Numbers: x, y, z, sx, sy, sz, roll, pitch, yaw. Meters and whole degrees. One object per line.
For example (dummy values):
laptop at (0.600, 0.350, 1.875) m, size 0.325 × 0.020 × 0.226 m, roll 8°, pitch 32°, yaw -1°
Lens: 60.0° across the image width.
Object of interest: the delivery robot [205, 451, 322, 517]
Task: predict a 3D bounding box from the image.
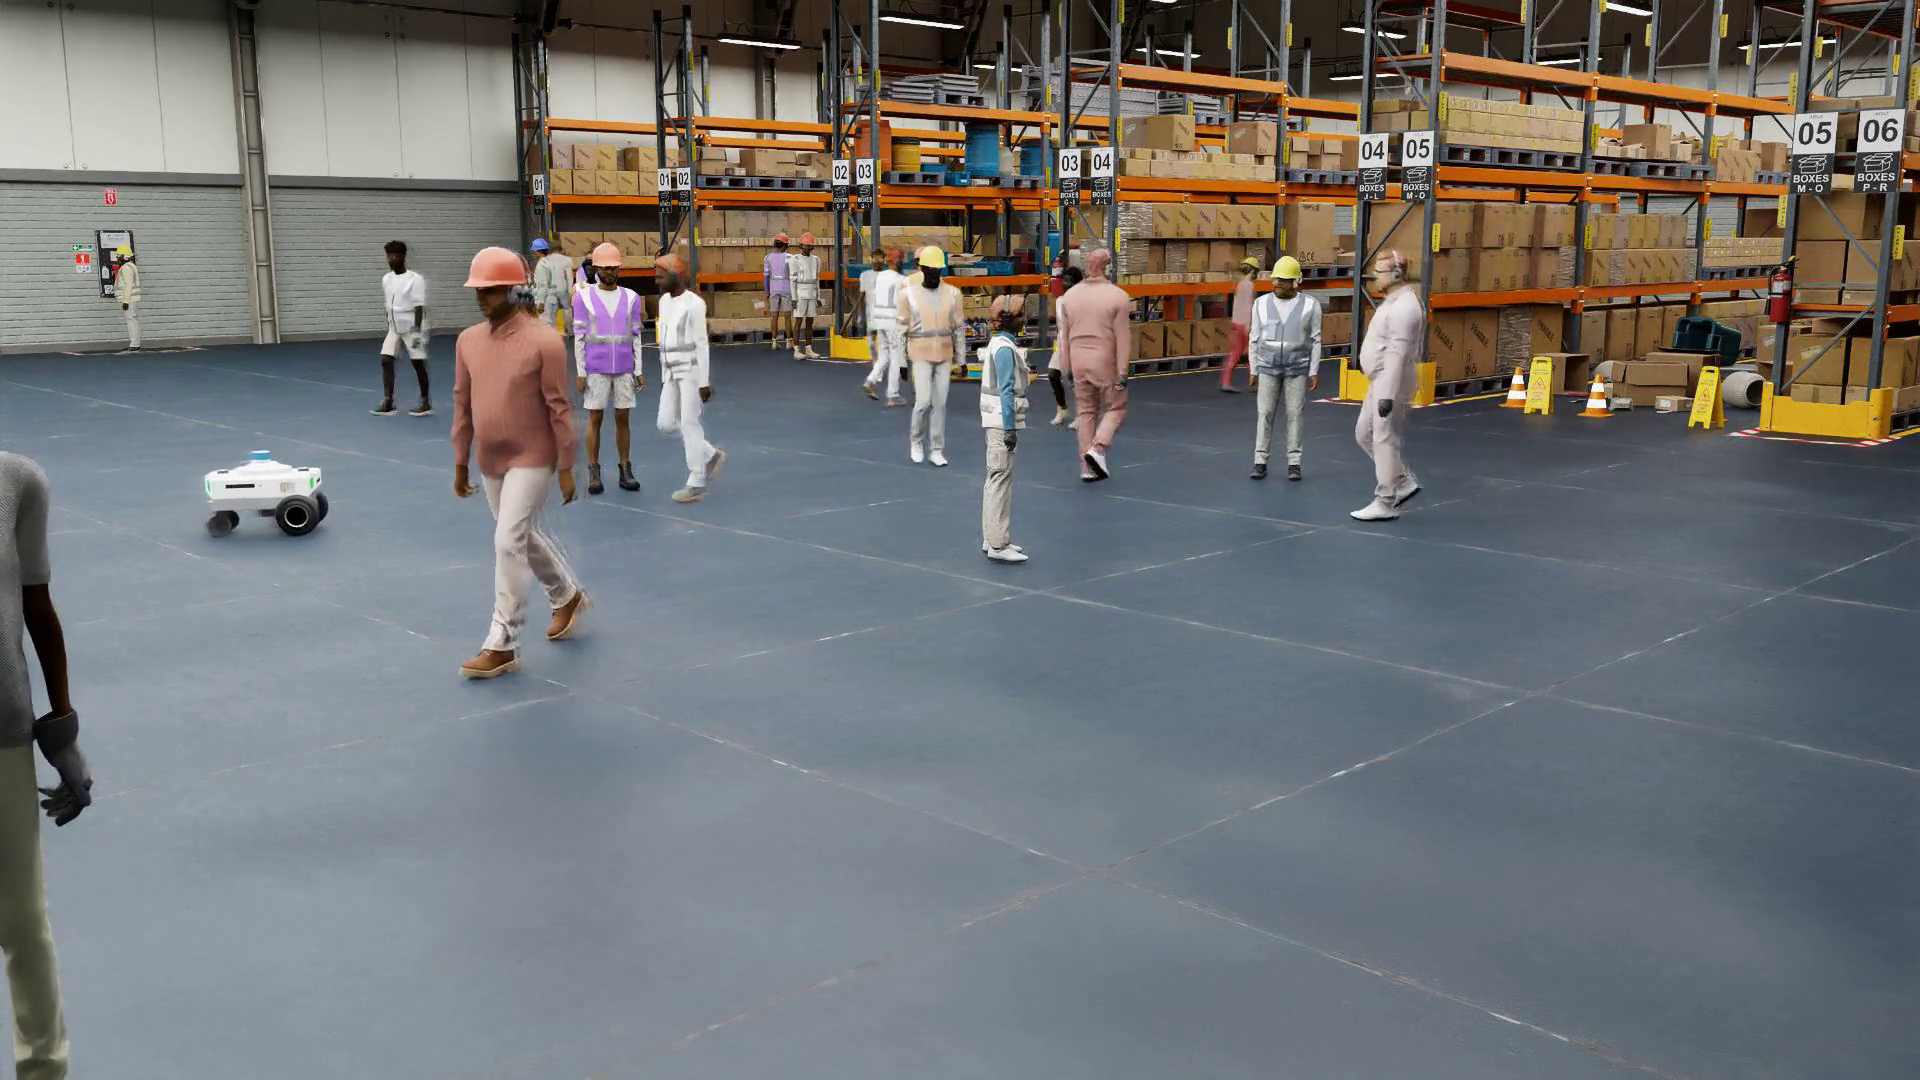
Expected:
delivery robot at (-4.745, -0.366, 11.340) m, size 0.707 × 0.478 × 0.477 m, roll -2°, pitch 11°, yaw -12°

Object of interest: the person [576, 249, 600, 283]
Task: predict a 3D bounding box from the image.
person at (-5.751, -3.676, 26.188) m, size 0.574 × 1.791 × 0.999 m, roll 1°, pitch 10°, yaw 6°

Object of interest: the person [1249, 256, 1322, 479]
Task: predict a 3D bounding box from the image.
person at (2.676, -1.418, 13.739) m, size 0.591 × 1.829 × 0.404 m, roll 3°, pitch 11°, yaw 16°

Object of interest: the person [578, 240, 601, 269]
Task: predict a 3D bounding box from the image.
person at (-6.705, -4.499, 30.382) m, size 0.657 × 1.926 × 0.481 m, roll 3°, pitch 11°, yaw 16°

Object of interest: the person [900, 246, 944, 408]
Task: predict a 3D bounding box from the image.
person at (-0.426, -2.462, 19.335) m, size 0.582 × 1.880 × 1.000 m, roll 2°, pitch 11°, yaw 9°

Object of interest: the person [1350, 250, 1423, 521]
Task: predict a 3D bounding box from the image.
person at (2.997, -1.075, 11.670) m, size 0.414 × 1.893 × 0.676 m, roll 2°, pitch 11°, yaw 8°

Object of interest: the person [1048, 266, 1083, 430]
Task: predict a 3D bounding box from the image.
person at (1.150, -1.980, 17.198) m, size 0.541 × 1.684 × 0.448 m, roll 9°, pitch 14°, yaw 41°

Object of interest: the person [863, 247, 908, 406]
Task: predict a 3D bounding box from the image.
person at (-0.867, -2.520, 19.646) m, size 0.506 × 1.867 × 0.622 m, roll -10°, pitch 14°, yaw -42°

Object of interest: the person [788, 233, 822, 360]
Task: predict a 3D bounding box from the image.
person at (-2.487, -3.956, 27.006) m, size 0.605 × 2.038 × 0.394 m, roll -10°, pitch 14°, yaw -43°

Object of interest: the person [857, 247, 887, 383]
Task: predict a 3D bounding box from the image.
person at (-1.150, -3.135, 23.092) m, size 0.523 × 1.843 × 0.860 m, roll 1°, pitch 10°, yaw 4°

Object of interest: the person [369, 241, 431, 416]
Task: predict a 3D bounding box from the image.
person at (-6.185, -2.311, 18.296) m, size 0.634 × 1.929 × 0.861 m, roll 5°, pitch 12°, yaw 26°

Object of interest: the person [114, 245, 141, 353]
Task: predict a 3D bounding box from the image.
person at (-14.260, -4.126, 28.493) m, size 0.404 × 1.834 × 0.588 m, roll -4°, pitch 11°, yaw -19°

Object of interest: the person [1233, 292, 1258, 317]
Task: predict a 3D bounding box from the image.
person at (5.316, -4.592, 31.079) m, size 0.433 × 1.830 × 0.637 m, roll -9°, pitch 14°, yaw -39°

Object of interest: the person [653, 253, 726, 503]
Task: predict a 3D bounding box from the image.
person at (-2.052, -1.244, 12.682) m, size 0.521 × 1.869 × 0.646 m, roll -9°, pitch 14°, yaw -41°

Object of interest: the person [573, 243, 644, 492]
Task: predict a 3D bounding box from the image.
person at (-2.754, -1.357, 13.105) m, size 0.543 × 1.939 × 0.359 m, roll -5°, pitch 12°, yaw -26°

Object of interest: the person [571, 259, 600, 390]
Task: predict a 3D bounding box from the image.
person at (-4.781, -2.803, 21.652) m, size 0.540 × 1.695 × 0.317 m, roll -2°, pitch 11°, yaw -9°

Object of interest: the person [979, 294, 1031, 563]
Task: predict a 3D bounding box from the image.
person at (0.279, -0.694, 10.307) m, size 0.301 × 1.638 × 0.522 m, roll -1°, pitch 10°, yaw -4°

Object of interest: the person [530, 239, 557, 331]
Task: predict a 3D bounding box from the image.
person at (-6.522, -3.744, 26.102) m, size 0.397 × 1.944 × 0.618 m, roll 0°, pitch 10°, yaw -2°

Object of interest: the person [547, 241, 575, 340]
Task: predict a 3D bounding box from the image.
person at (-7.548, -4.672, 31.313) m, size 0.641 × 1.887 × 0.984 m, roll 0°, pitch 10°, yaw 0°

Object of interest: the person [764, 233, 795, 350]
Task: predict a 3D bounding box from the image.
person at (-3.131, -4.367, 29.231) m, size 0.611 × 2.042 × 0.394 m, roll 3°, pitch 11°, yaw 14°

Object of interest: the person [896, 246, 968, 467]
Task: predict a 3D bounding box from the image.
person at (-0.236, -1.589, 14.460) m, size 0.596 × 1.911 × 0.428 m, roll -4°, pitch 11°, yaw -21°

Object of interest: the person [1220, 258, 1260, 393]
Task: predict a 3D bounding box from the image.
person at (3.701, -2.729, 21.197) m, size 0.828 × 1.705 × 0.597 m, roll -2°, pitch 11°, yaw -10°

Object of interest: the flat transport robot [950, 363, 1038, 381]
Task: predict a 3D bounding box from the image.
flat transport robot at (0.354, -2.339, 23.126) m, size 1.431 × 0.197 × 0.652 m, roll 1°, pitch 10°, yaw 5°

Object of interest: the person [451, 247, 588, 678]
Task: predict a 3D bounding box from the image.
person at (-2.084, -0.406, 7.889) m, size 0.636 × 1.959 × 0.985 m, roll 5°, pitch 12°, yaw 26°

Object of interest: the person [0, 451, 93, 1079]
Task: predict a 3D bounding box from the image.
person at (-2.098, 0.454, 3.460) m, size 0.508 × 1.860 × 0.330 m, roll -9°, pitch 14°, yaw -42°

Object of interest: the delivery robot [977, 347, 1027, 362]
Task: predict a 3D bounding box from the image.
delivery robot at (0.604, -2.625, 23.655) m, size 0.707 × 0.478 × 0.477 m, roll 1°, pitch 10°, yaw 3°

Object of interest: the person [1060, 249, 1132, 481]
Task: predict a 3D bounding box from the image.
person at (1.120, -1.412, 13.534) m, size 0.661 × 1.891 × 0.458 m, roll 7°, pitch 13°, yaw 34°
